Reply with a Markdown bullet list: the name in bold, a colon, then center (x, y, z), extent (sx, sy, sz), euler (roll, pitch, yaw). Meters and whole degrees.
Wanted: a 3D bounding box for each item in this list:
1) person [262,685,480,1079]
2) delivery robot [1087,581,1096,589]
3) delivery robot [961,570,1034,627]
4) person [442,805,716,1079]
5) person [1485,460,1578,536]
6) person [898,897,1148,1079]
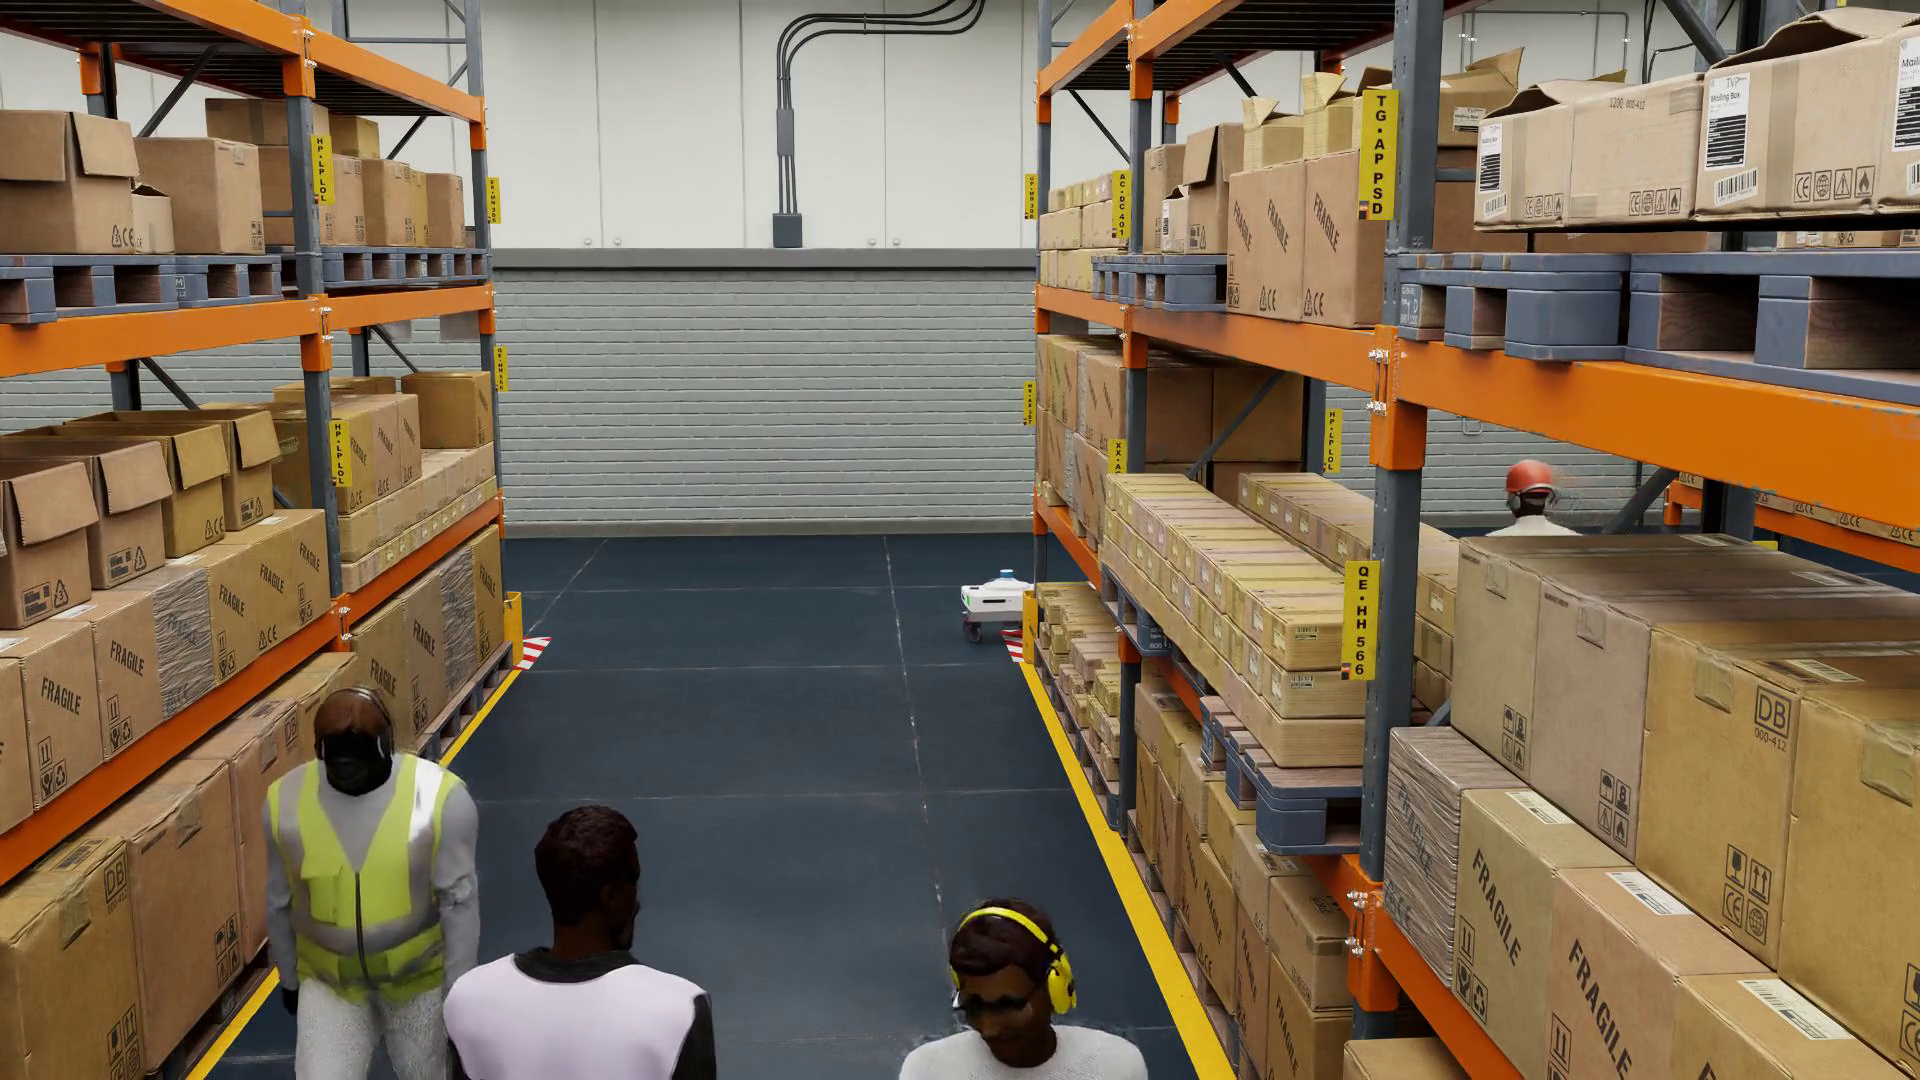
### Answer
- **person**: center (-1.734, 1.313, 4.912), extent (0.635, 1.806, 0.764), euler (-2, 10, -10)
- **delivery robot**: center (1.083, 0.496, 13.115), extent (0.707, 0.478, 0.477), euler (-7, 12, -34)
- **delivery robot**: center (0.368, 0.479, 13.216), extent (0.707, 0.478, 0.477), euler (-1, 10, -7)
- **person**: center (-0.765, 1.500, 3.487), extent (0.587, 1.915, 0.394), euler (2, 10, 12)
- **person**: center (2.969, 0.553, 8.879), extent (0.638, 1.966, 0.670), euler (-3, 10, -17)
- **person**: center (0.143, 1.579, 3.263), extent (0.526, 1.835, 0.589), euler (0, 10, 2)
